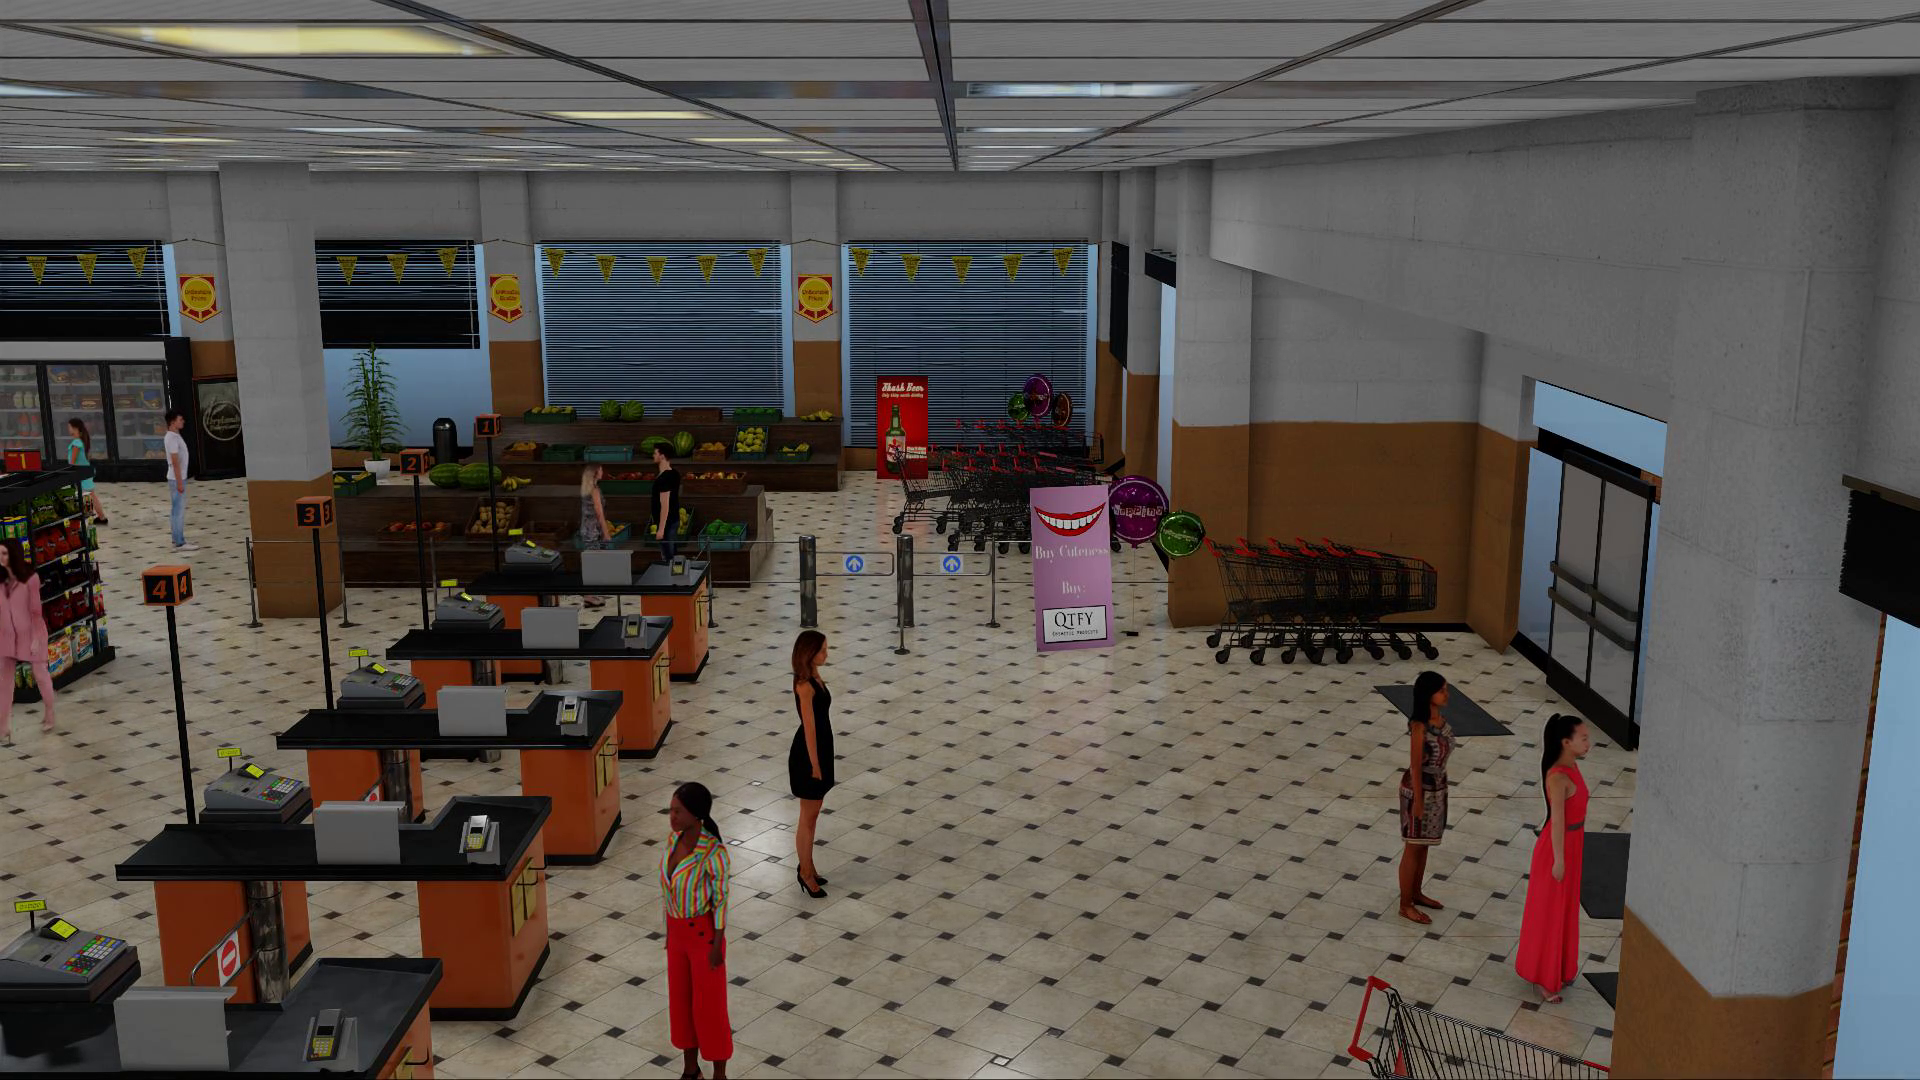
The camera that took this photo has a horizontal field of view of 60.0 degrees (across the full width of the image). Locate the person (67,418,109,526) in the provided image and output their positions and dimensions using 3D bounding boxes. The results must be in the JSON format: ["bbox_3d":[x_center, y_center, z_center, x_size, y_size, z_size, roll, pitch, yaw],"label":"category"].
[{"bbox_3d":[-12.328,-0.933,23.504,1.052,1.524,0.726,-3,12,-15],"label":"person"}]

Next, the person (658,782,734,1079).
[{"bbox_3d":[-1.345,2.086,8.515,0.664,1.792,0.746,9,15,38],"label":"person"}]

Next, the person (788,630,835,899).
[{"bbox_3d":[-1.002,1.498,11.204,0.507,1.836,0.567,0,12,0],"label":"person"}]

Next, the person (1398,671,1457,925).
[{"bbox_3d":[3.043,1.658,10.909,0.734,1.645,0.723,8,14,34],"label":"person"}]

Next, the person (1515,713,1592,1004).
[{"bbox_3d":[3.524,1.854,9.780,0.728,1.726,0.711,7,14,29],"label":"person"}]

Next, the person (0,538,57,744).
[{"bbox_3d":[-8.071,0.853,14.447,0.979,1.762,0.670,0,12,-1],"label":"person"}]

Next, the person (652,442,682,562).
[{"bbox_3d":[-3.343,-0.183,19.040,0.548,1.896,0.655,0,12,0],"label":"person"}]

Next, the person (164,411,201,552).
[{"bbox_3d":[-10.384,-0.795,22.061,0.715,1.850,0.728,-6,13,-27],"label":"person"}]

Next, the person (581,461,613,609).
[{"bbox_3d":[-4.266,-0.042,18.880,0.698,1.687,0.671,-6,13,-25],"label":"person"}]
